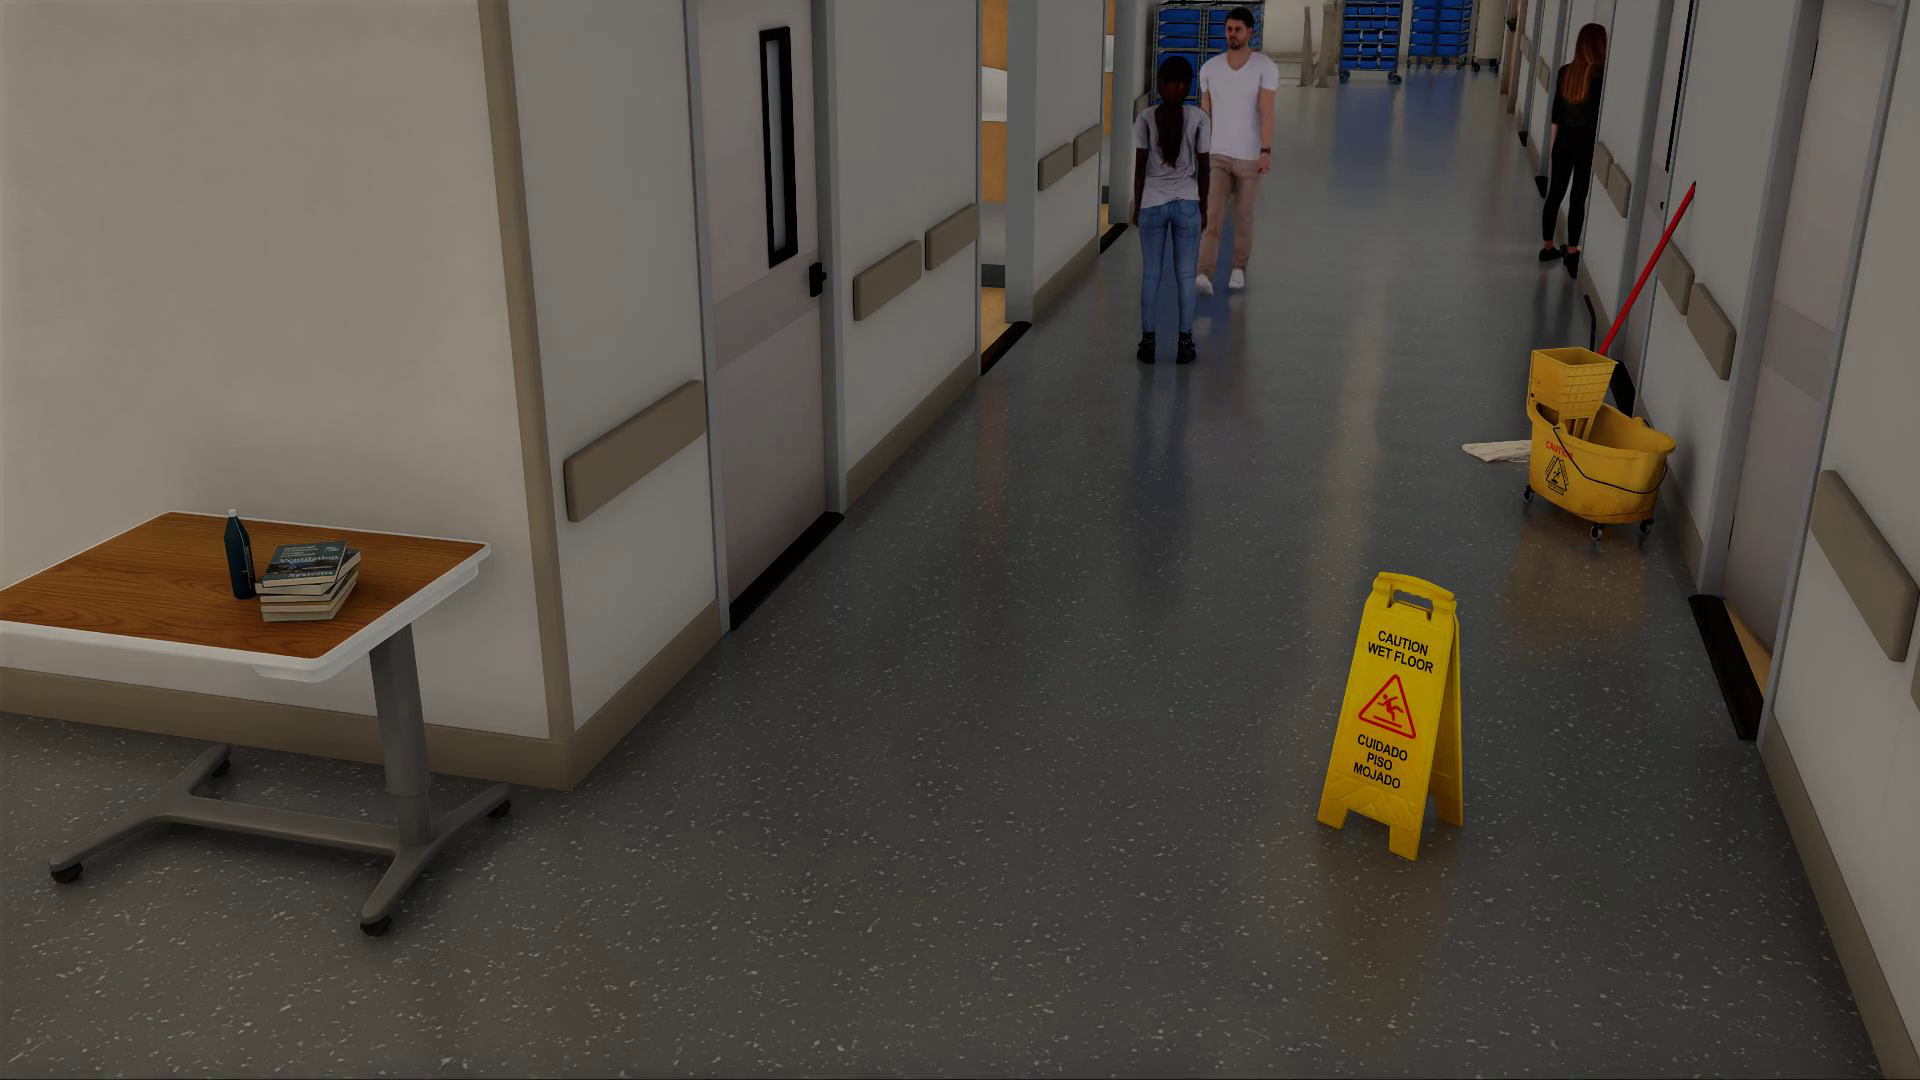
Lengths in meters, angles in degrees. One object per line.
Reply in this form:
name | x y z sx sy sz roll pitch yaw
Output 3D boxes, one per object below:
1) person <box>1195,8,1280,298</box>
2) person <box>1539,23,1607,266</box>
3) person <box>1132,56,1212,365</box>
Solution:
person | 1.866 -2.543 11.073 0.782 1.841 1.191 8 22 20
person | 4.502 -2.893 12.185 0.729 1.707 0.679 -13 24 -30
person | 1.195 -1.868 9.462 0.614 1.719 0.567 2 21 6
